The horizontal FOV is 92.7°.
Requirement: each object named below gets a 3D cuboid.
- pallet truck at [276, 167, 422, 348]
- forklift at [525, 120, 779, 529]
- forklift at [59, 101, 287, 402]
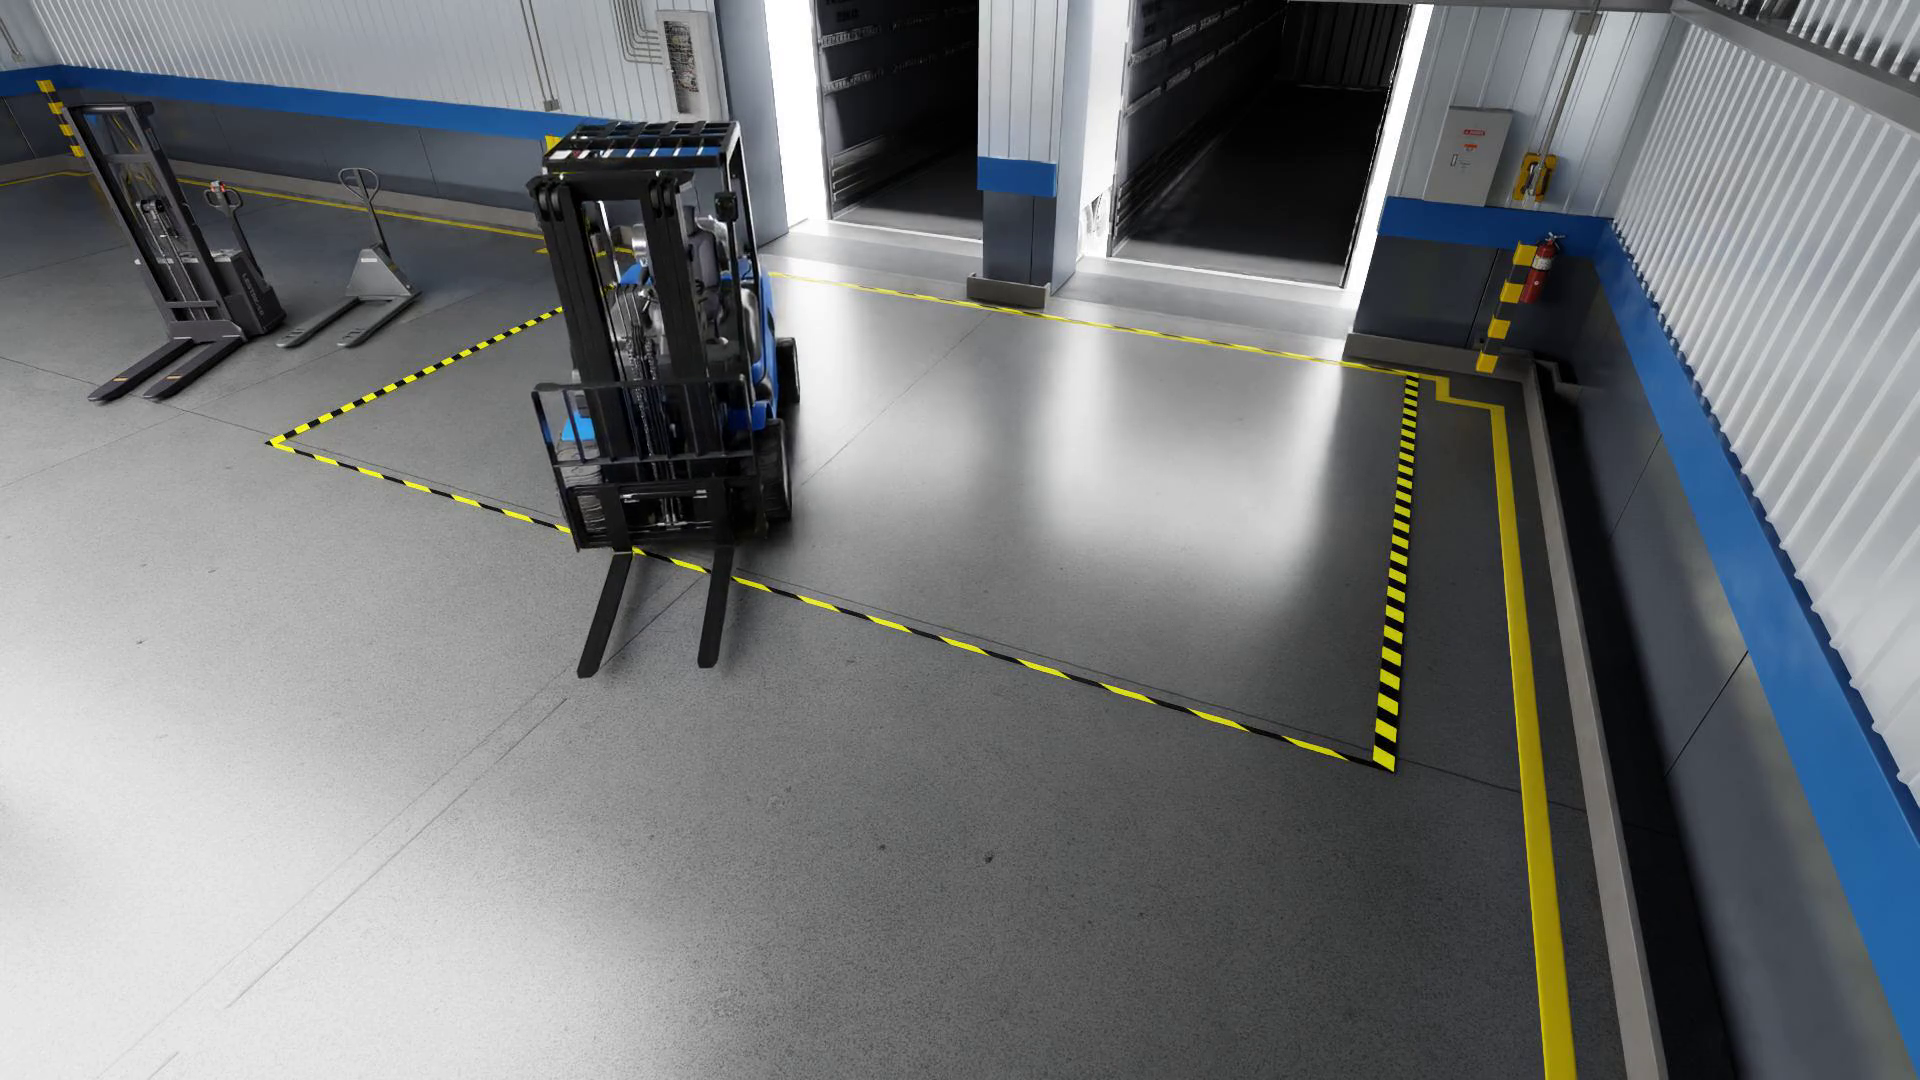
[{"bbox_3d":[-5.732,-2.611,8.414,0.680,1.201,1.601,-1,35,-1],"label":"pallet truck"},{"bbox_3d":[-1.848,-1.537,5.907,1.157,2.036,2.680,-4,35,-6],"label":"forklift"},{"bbox_3d":[-6.686,-2.387,7.434,0.823,1.965,1.885,-3,35,-5],"label":"forklift"}]
